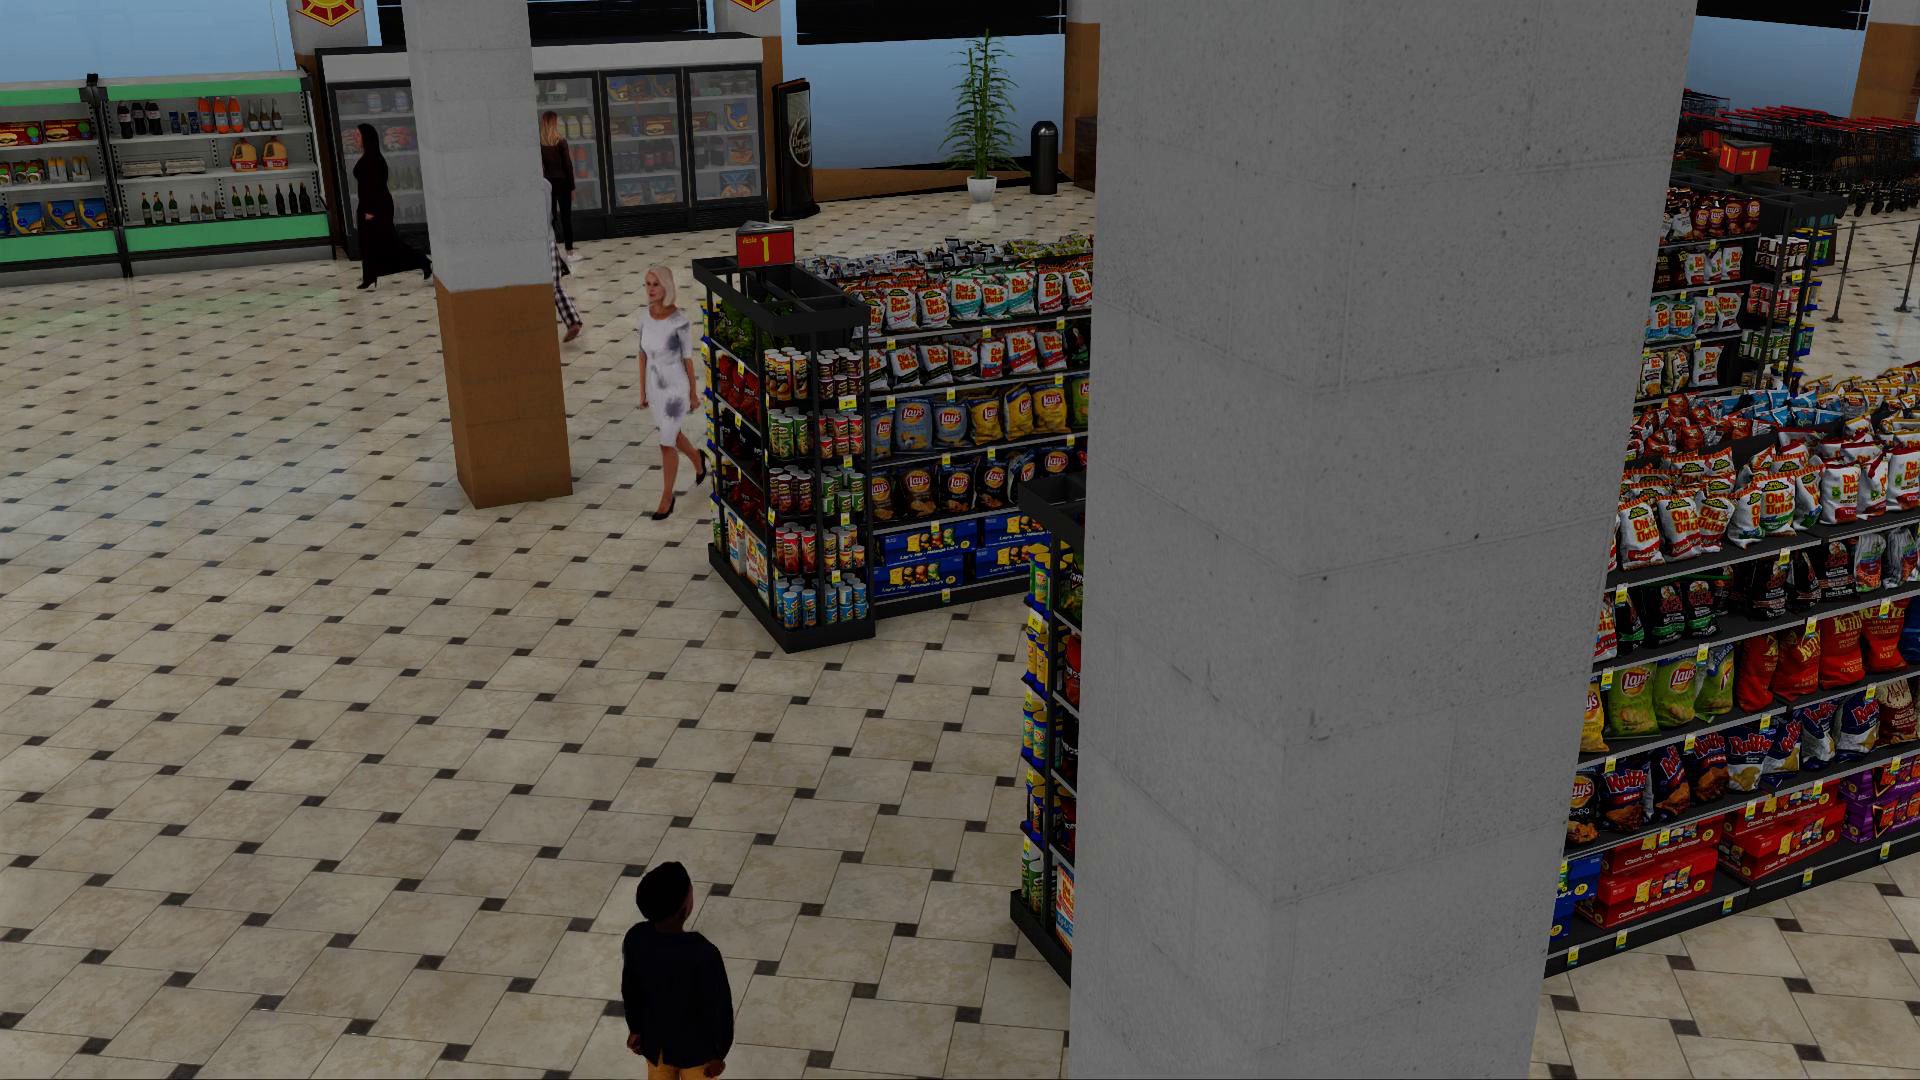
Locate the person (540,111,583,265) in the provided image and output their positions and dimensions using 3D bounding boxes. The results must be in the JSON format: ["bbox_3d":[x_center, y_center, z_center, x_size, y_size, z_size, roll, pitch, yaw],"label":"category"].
[{"bbox_3d":[-4.604,-4.014,18.928,0.654,1.705,0.731,6,23,15],"label":"person"}]

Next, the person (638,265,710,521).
[{"bbox_3d":[-1.973,-1.047,11.521,0.994,1.721,1.120,11,24,25],"label":"person"}]

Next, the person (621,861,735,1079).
[{"bbox_3d":[-0.952,1.642,5.450,0.803,1.258,0.865,8,23,19],"label":"person"}]

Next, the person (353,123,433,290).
[{"bbox_3d":[-6.082,-3.509,17.635,1.024,1.731,0.663,-10,24,-24],"label":"person"}]
